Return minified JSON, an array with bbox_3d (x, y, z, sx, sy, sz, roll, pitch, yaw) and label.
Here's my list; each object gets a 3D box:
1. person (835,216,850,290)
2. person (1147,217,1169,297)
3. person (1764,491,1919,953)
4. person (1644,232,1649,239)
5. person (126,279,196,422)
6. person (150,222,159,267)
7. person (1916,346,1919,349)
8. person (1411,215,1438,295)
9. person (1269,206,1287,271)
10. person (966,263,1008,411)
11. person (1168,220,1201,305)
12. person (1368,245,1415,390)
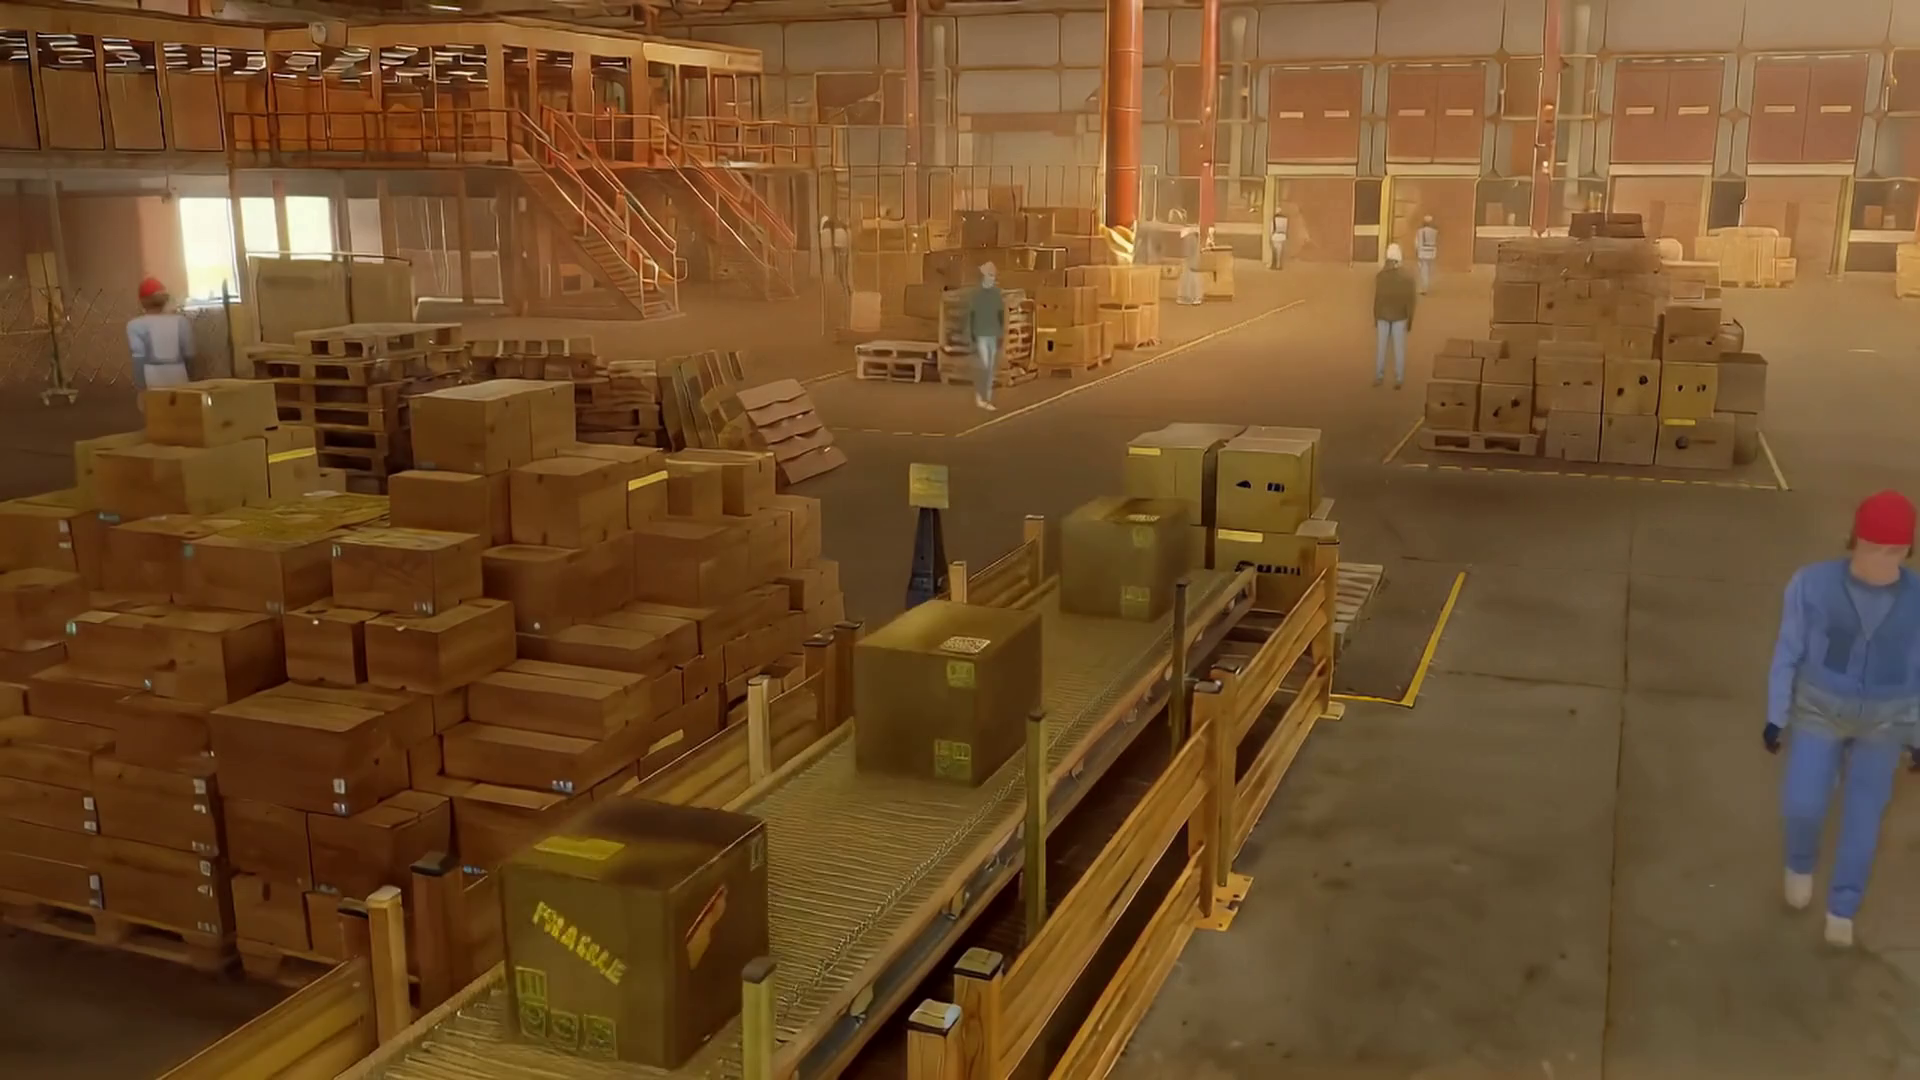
[{"bbox_3d":[-2.934,-7.264,42.118,0.430,1.845,0.621,-2,13,-11],"label":"person"},{"bbox_3d":[4.643,-6.685,39.394,0.553,1.908,0.657,-8,15,-33],"label":"person"},{"bbox_3d":[3.474,0.694,6.467,0.616,1.819,0.429,5,13,21],"label":"person"},{"bbox_3d":[14.564,-5.803,35.890,0.383,1.696,0.640,1,13,5],"label":"person"},{"bbox_3d":[-7.620,-1.493,15.898,1.075,1.987,0.629,12,17,43],"label":"person"},{"bbox_3d":[-22.983,-8.460,47.312,0.406,1.911,0.636,-6,14,-23],"label":"person"},{"bbox_3d":[16.390,-3.981,27.643,0.781,1.736,0.534,2,13,8],"label":"person"},{"bbox_3d":[11.207,-6.921,40.399,0.639,1.914,0.882,-5,14,-23],"label":"person"},{"bbox_3d":[9.500,-9.015,49.751,0.543,1.940,0.361,-3,13,-15],"label":"person"},{"bbox_3d":[0.355,-2.545,20.913,0.562,1.855,0.386,-9,15,-34],"label":"person"},{"bbox_3d":[5.066,-6.210,37.292,0.846,1.876,0.598,7,14,27],"label":"person"},{"bbox_3d":[5.952,-3.064,22.939,0.402,1.990,0.622,-11,17,-41],"label":"person"}]
